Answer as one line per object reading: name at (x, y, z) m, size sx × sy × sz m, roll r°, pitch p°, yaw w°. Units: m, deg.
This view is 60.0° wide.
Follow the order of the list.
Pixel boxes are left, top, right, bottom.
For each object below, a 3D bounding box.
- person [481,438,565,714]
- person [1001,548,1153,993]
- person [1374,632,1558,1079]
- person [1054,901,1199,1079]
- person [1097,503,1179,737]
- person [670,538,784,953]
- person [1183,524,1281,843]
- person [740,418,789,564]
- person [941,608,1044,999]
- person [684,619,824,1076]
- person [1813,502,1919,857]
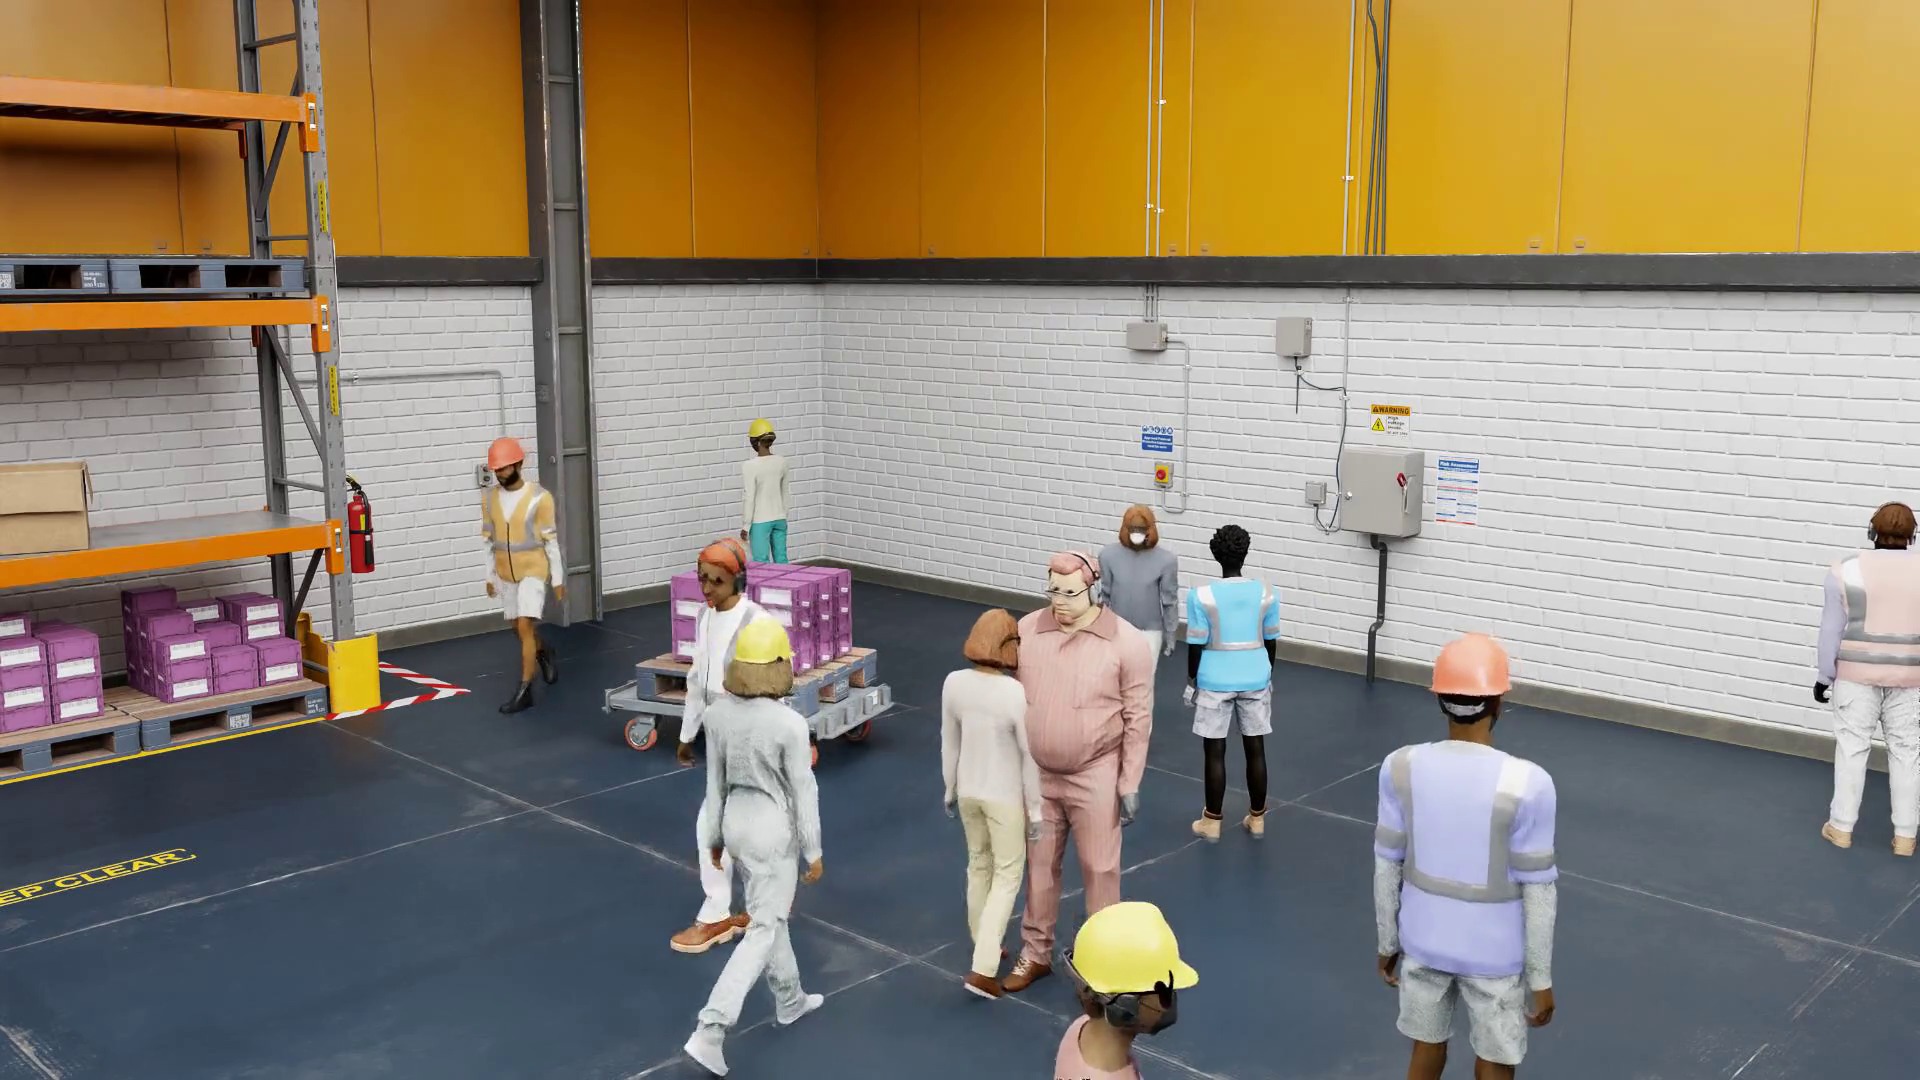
person at (-3.023, 0.203, 11.659) m, size 0.588 × 1.898 × 0.870 m, roll 3°, pitch 10°, yaw 16°
person at (0.453, 0.975, 6.882) m, size 0.636 × 1.902 × 0.404 m, roll 5°, pitch 10°, yaw 26°
person at (1.536, 1.257, 5.119) m, size 0.568 × 1.939 × 0.458 m, roll 7°, pitch 12°, yaw 37°
person at (0.340, 1.603, 3.570) m, size 0.932 × 1.715 × 0.542 m, roll 1°, pitch 9°, yaw 3°
person at (1.080, 0.564, 10.233) m, size 0.527 × 1.613 × 0.373 m, roll 2°, pitch 9°, yaw 12°
person at (-1.082, 0.910, 7.410) m, size 0.750 × 1.851 × 0.642 m, roll -6°, pitch 11°, yaw -31°
person at (1.436, 0.761, 8.810) m, size 0.531 × 1.697 × 0.322 m, roll -2°, pitch 9°, yaw -11°
person at (-1.672, -0.154, 14.207) m, size 0.331 × 1.768 × 0.527 m, roll 8°, pitch 12°, yaw 40°
person at (0.125, 1.102, 7.025) m, size 0.520 × 1.653 × 0.431 m, roll 8°, pitch 12°, yaw 39°
person at (-0.792, 1.152, 6.379) m, size 0.494 × 1.710 × 0.843 m, roll 6°, pitch 11°, yaw 34°
person at (4.796, 0.718, 8.665) m, size 0.638 × 1.842 × 0.438 m, roll 3°, pitch 10°, yaw 17°
